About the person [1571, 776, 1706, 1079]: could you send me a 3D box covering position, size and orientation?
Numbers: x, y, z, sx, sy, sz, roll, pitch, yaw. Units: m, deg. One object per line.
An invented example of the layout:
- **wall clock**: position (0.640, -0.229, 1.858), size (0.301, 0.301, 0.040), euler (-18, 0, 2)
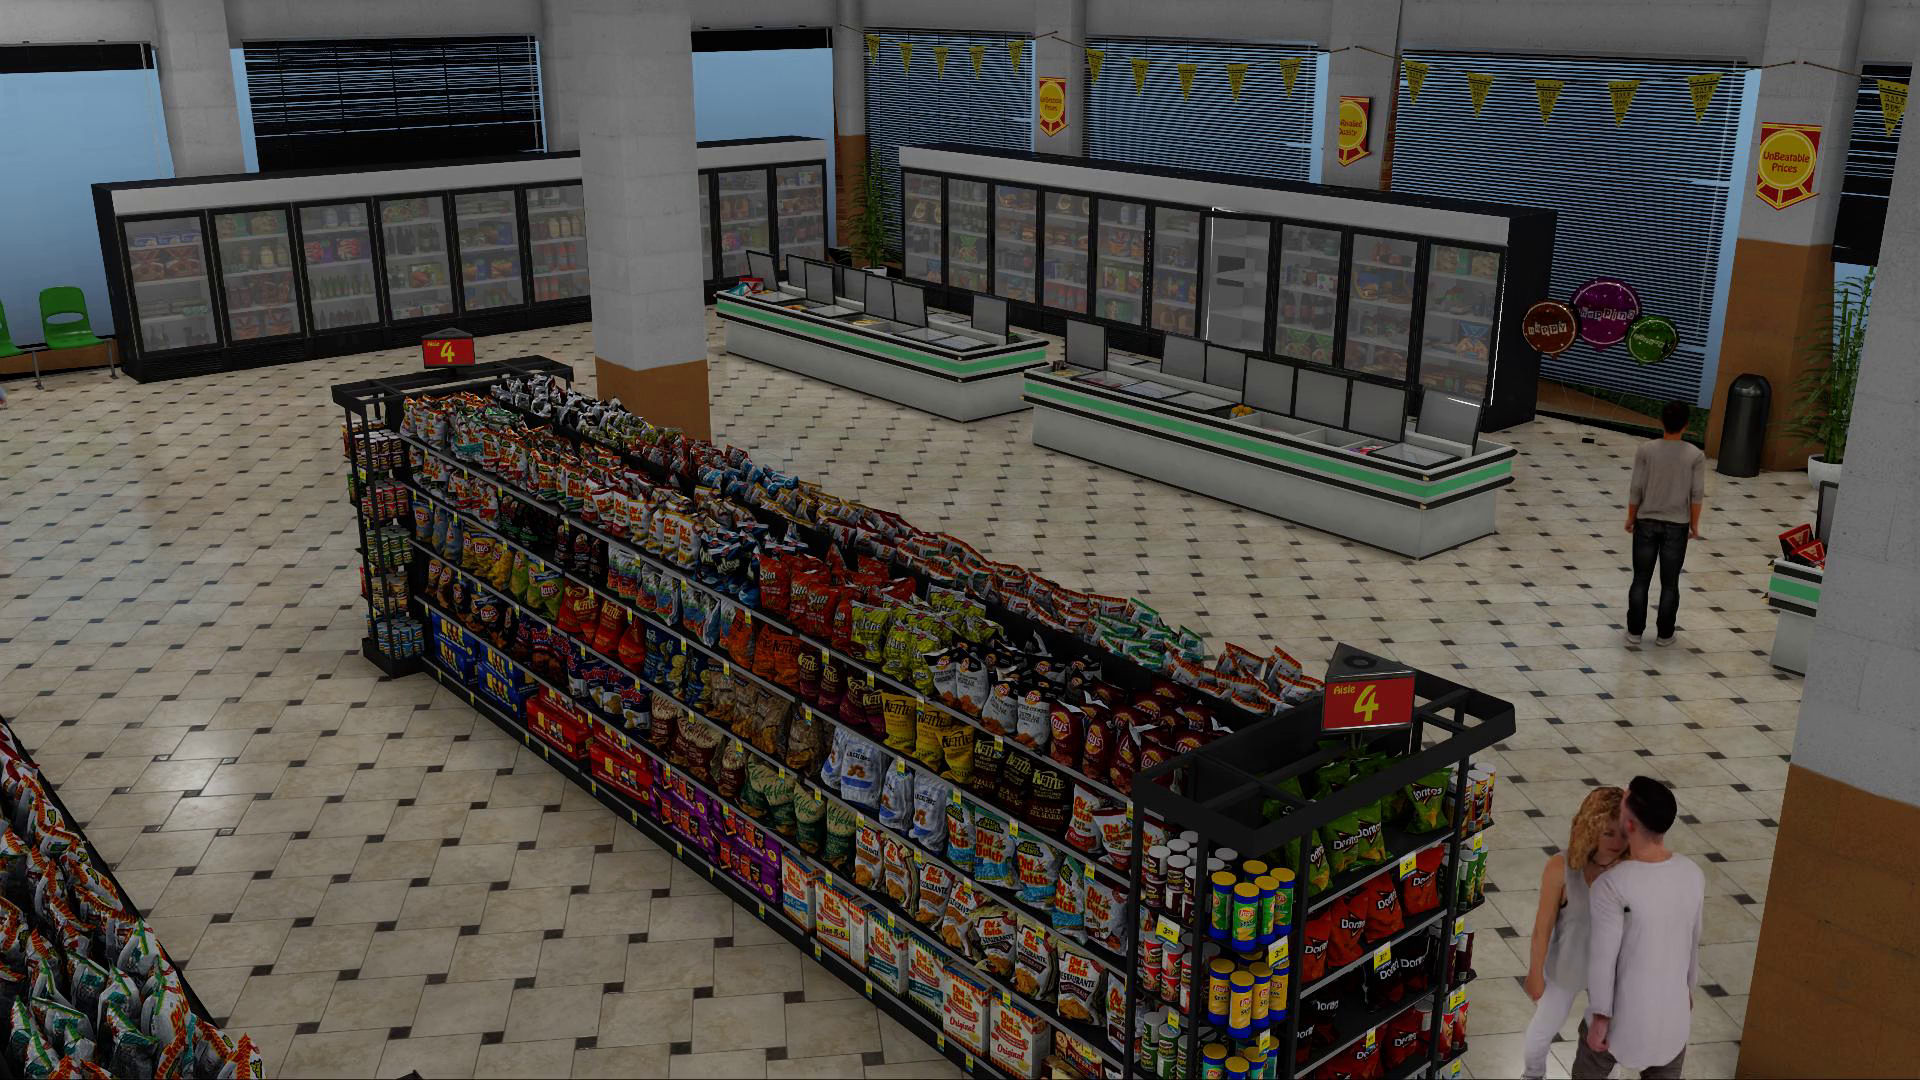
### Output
- **person**: position (2.608, 1.816, 6.277), size (0.942, 1.799, 1.107), euler (-4, 19, -13)

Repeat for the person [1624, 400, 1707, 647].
- **person**: position (5.067, -0.120, 11.999), size (0.639, 1.811, 0.789), euler (9, 21, 25)

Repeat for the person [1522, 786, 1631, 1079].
- **person**: position (2.550, 1.709, 6.864), size (0.984, 1.627, 1.091), euler (0, 19, -1)
